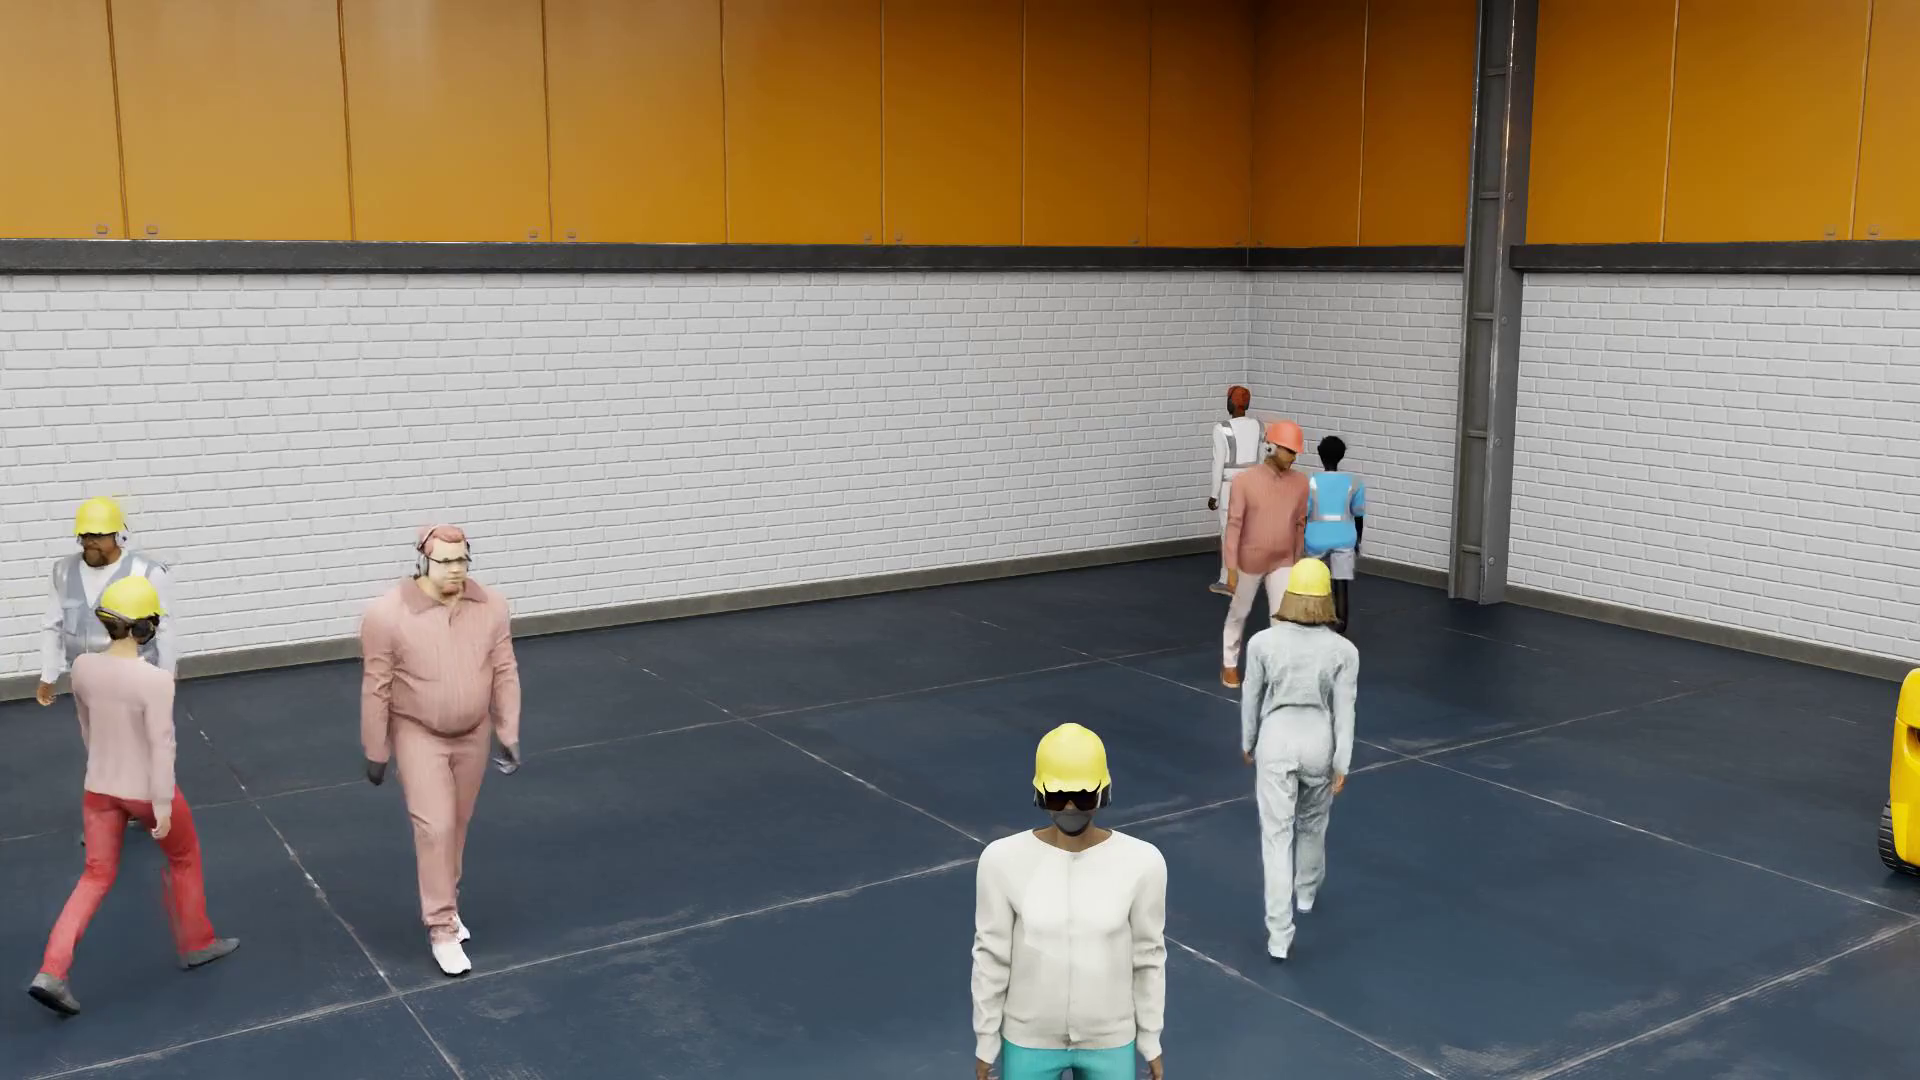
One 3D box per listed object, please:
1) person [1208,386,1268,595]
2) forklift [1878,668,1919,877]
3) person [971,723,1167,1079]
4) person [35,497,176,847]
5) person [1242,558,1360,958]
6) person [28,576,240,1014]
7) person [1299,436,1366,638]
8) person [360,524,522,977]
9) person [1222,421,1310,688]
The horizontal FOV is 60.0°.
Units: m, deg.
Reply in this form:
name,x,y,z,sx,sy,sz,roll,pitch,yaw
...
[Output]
name,x,y,z,sx,sy,sz,roll,pitch,yaw
person,2.488,-0.446,14.964,0.576,1.885,0.355,-5,11,-27
forklift,5.511,0.571,7.906,2.313,2.155,1.214,-6,11,-33
person,0.295,1.351,4.495,0.532,1.768,0.311,0,9,-2
person,-4.386,0.676,8.493,0.596,1.783,0.926,1,9,4
person,1.484,0.918,7.311,0.489,1.697,0.904,1,10,7
person,-3.385,1.003,6.703,0.523,1.722,0.881,3,10,15
person,2.850,0.022,12.839,0.551,1.642,0.879,0,9,3
person,-2.141,0.867,7.071,0.642,1.873,0.806,-9,13,-44
person,2.072,0.140,11.348,0.637,1.923,1.073,-2,10,-10
